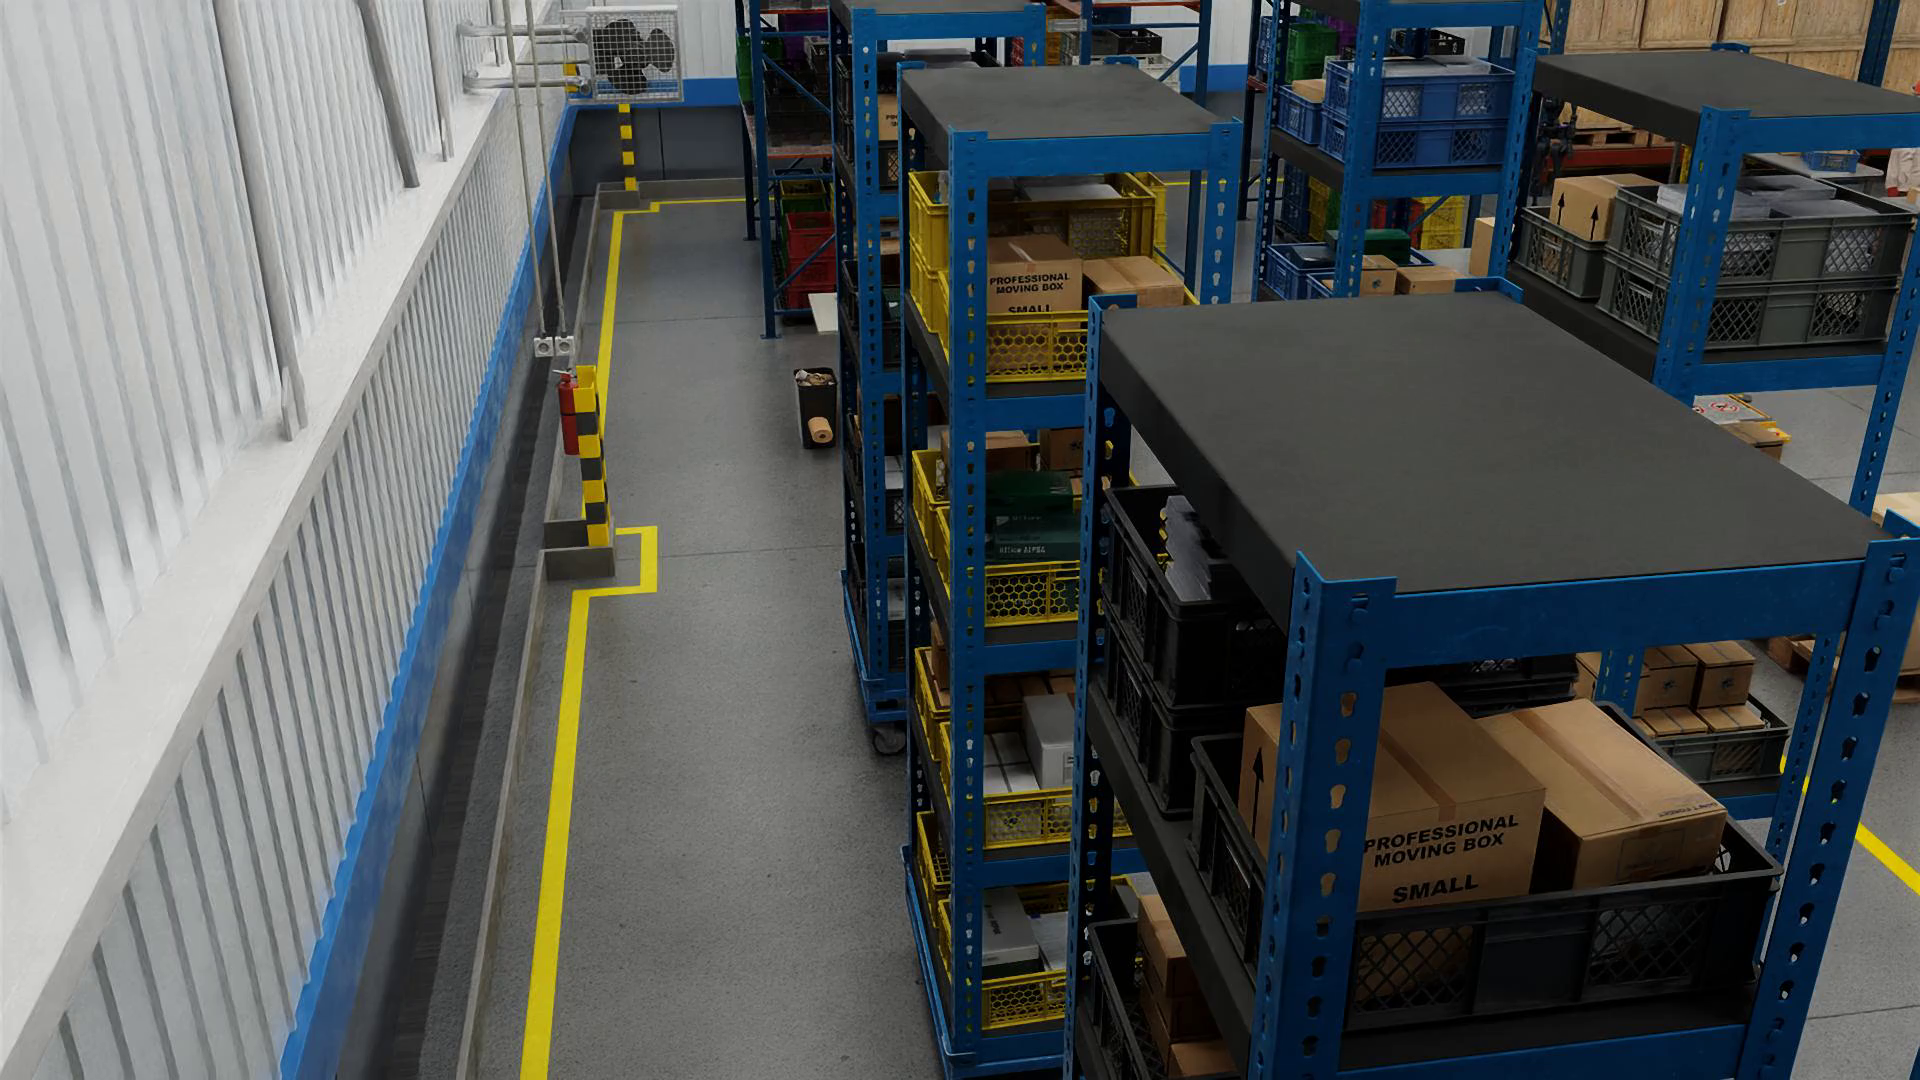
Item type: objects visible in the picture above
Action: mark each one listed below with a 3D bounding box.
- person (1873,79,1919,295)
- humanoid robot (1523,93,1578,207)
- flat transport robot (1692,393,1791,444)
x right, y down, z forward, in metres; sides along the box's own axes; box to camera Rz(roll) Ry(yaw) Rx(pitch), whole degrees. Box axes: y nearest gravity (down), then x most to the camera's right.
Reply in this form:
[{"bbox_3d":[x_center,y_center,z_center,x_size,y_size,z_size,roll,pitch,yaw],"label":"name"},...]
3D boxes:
[{"bbox_3d":[8.755,-3.289,15.384,0.377,1.995,0.610,16,29,31],"label":"person"},{"bbox_3d":[6.407,-4.343,18.055,0.588,1.649,0.333,21,32,38],"label":"humanoid robot"},{"bbox_3d":[5.224,-0.859,12.132,1.431,0.197,0.652,-4,25,-8],"label":"flat transport robot"}]
